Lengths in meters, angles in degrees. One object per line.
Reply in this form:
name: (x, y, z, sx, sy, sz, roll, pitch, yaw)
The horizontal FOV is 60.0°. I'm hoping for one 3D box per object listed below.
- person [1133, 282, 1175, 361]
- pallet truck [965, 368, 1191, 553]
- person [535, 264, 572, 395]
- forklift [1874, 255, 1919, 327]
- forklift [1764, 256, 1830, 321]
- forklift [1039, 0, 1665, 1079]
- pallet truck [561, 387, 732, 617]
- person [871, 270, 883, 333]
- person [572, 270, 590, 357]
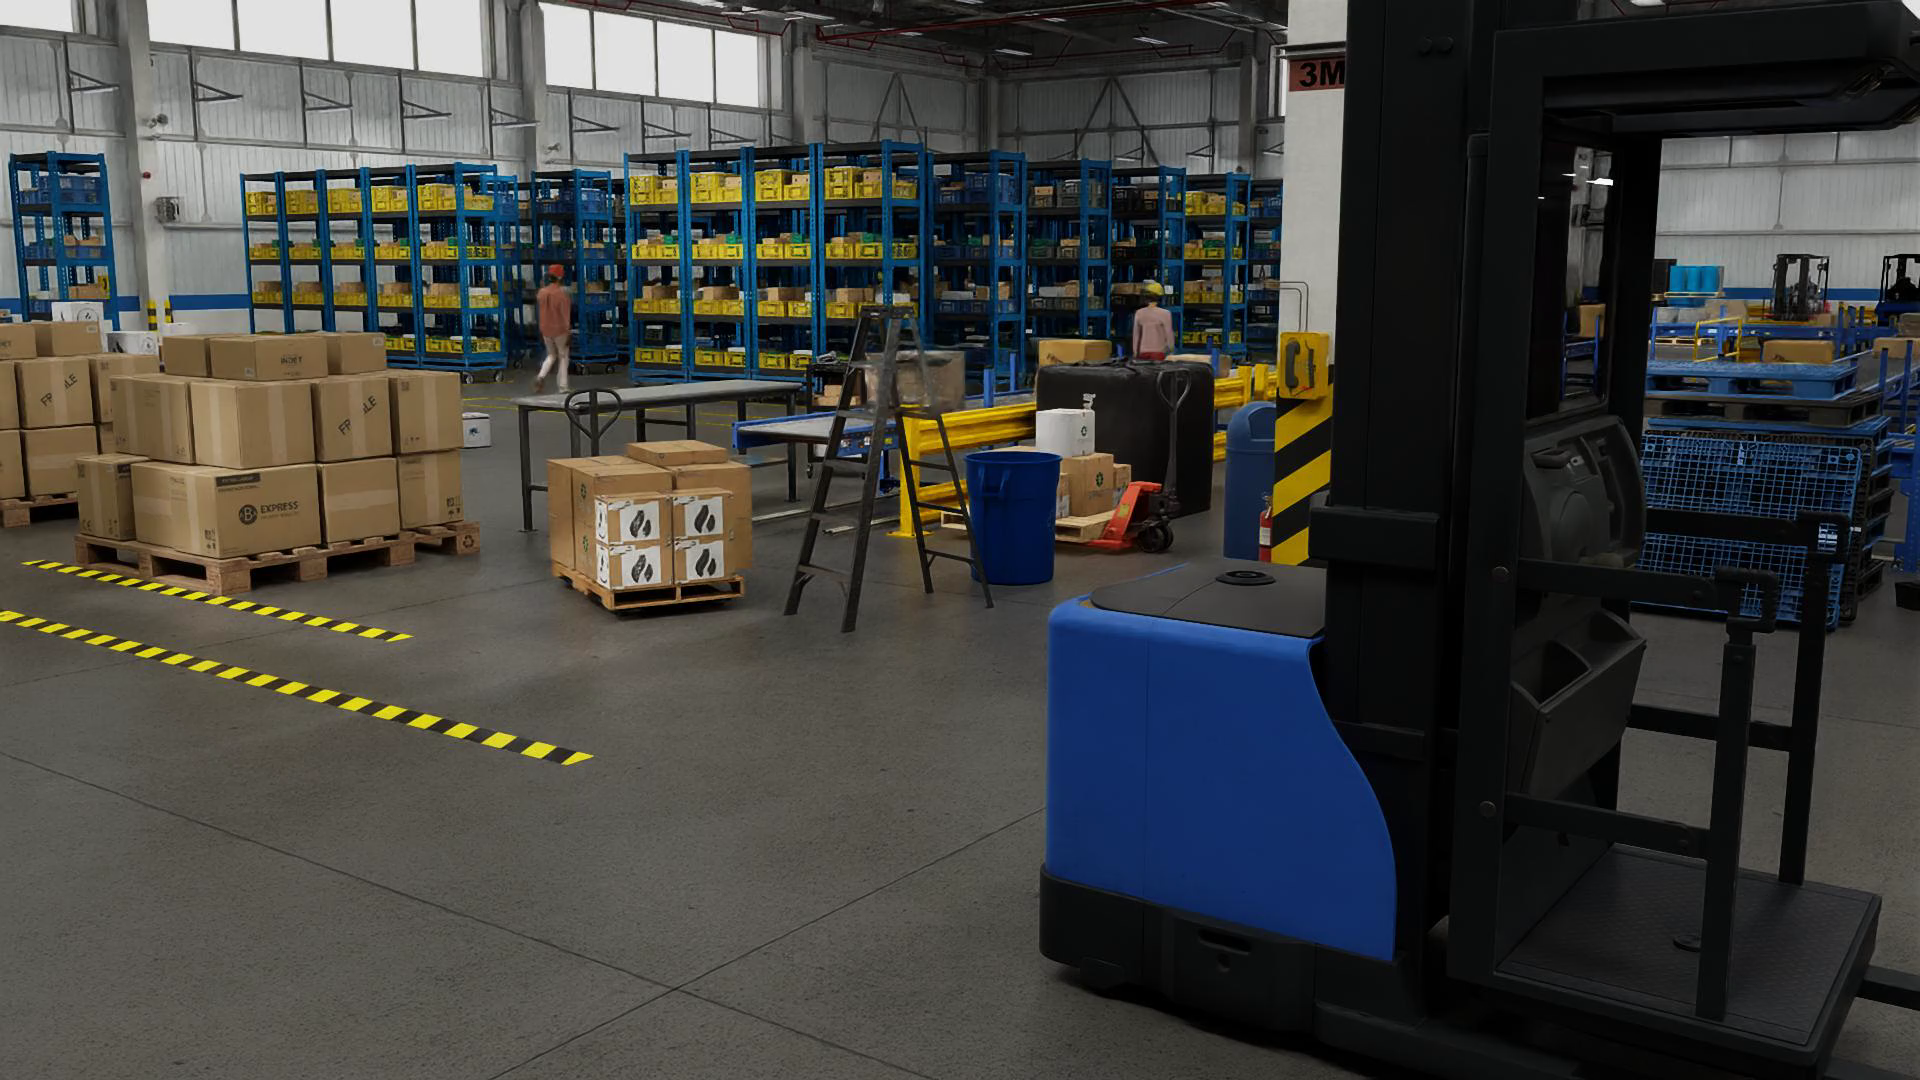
person: (2.453, -2.361, 20.952, 0.536, 1.750, 0.398, 7, 12, 38)
pallet truck: (0.845, -0.609, 11.869, 1.630, 1.274, 0.653, 7, 12, 35)
person: (-5.962, -3.057, 24.427, 0.637, 1.975, 0.538, 5, 11, 27)
forklift: (22.089, -5.634, 38.796, 1.157, 1.987, 2.680, 6, 11, 33)
forklift: (20.253, -5.854, 40.139, 1.157, 1.987, 2.680, 7, 12, 35)
forklift: (1.249, -0.137, 4.360, 1.873, 2.768, 1.129, 7, 12, 35)
pallet truck: (-1.981, -0.274, 10.088, 0.680, 1.201, 1.601, -5, 11, -28)
person: (-1.687, -4.521, 33.584, 0.404, 1.829, 0.600, 1, 10, 6)
person: (-7.947, -4.725, 34.784, 0.388, 1.837, 0.564, 6, 11, 30)
